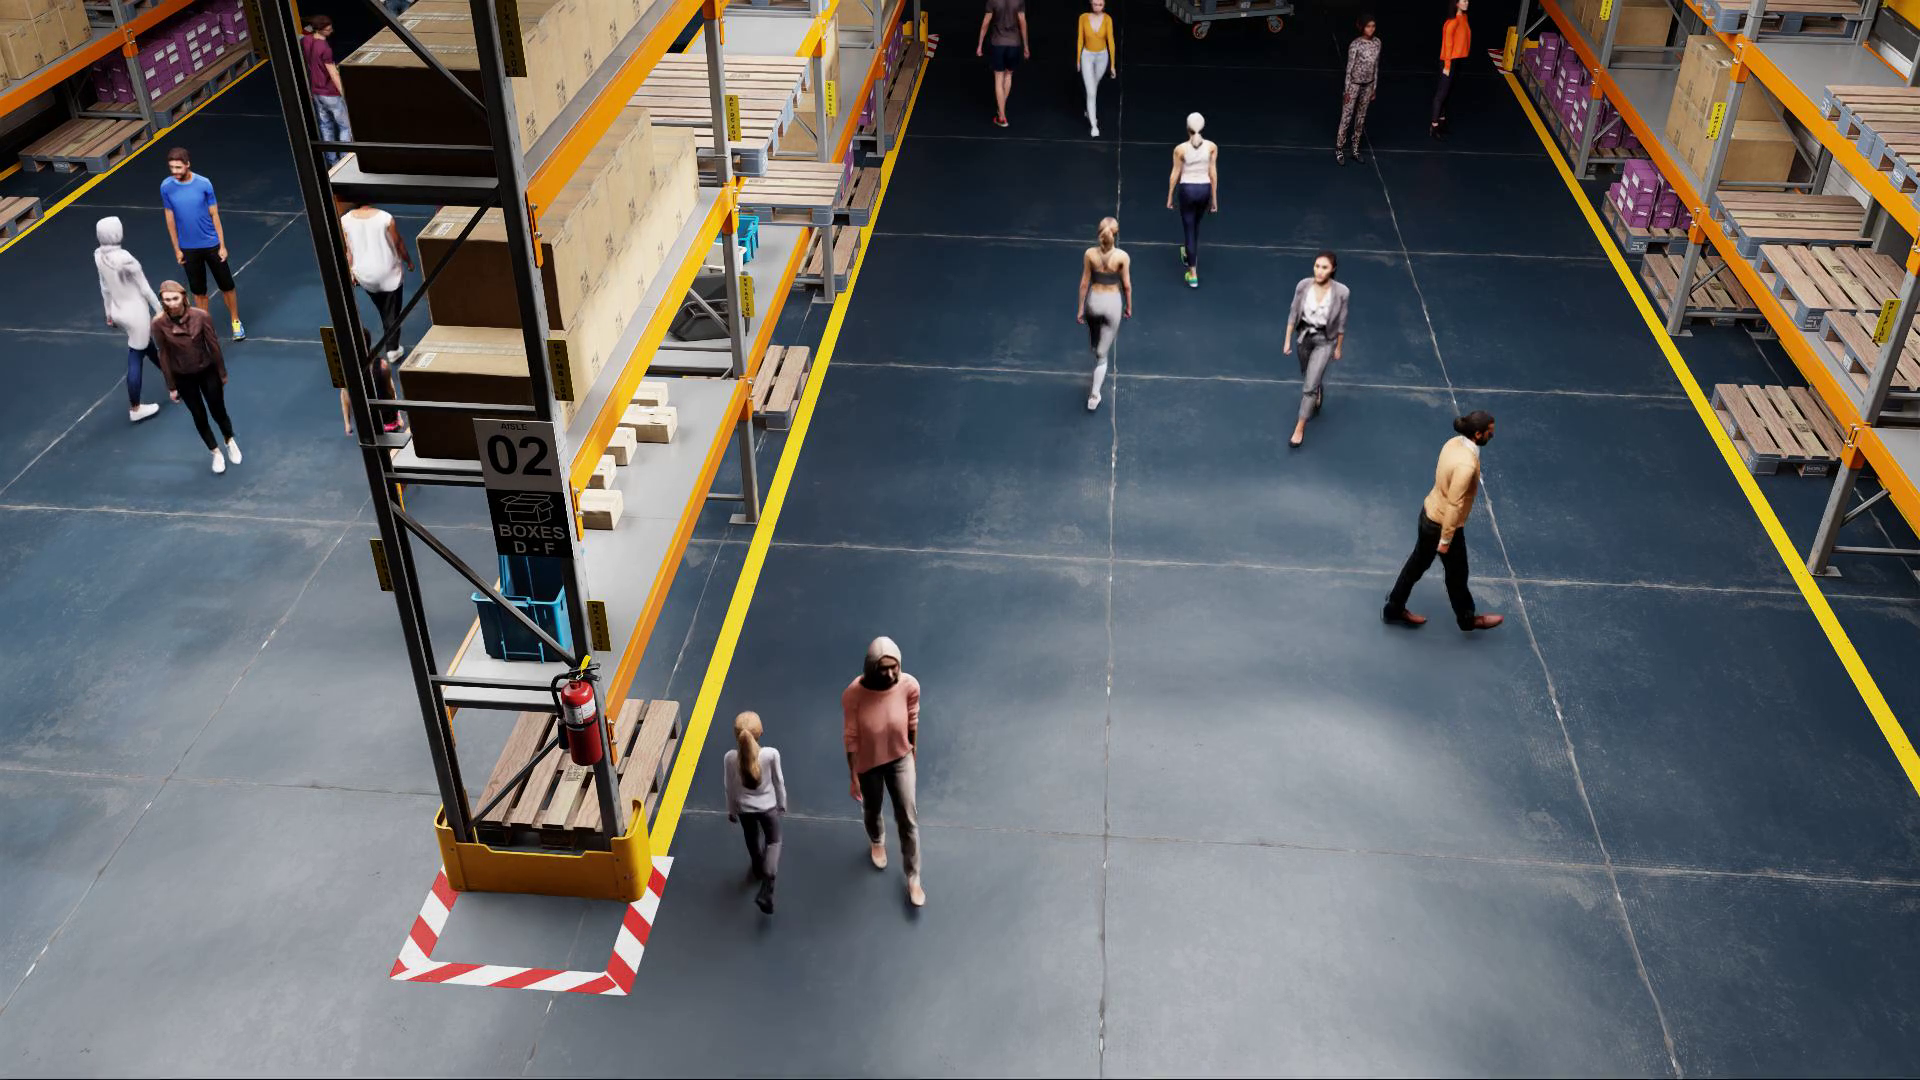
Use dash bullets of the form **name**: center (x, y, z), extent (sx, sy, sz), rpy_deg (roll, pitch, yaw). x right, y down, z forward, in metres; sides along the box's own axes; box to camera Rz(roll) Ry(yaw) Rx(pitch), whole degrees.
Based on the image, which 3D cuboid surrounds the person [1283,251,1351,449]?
- **person**: center (2.982, -1.643, 13.848), extent (0.934, 1.641, 1.187), rpy_deg (18, 38, 25)

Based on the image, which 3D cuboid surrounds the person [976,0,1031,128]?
- **person**: center (0.564, -5.925, 20.130), extent (0.959, 1.817, 1.115), rpy_deg (-8, 35, -12)

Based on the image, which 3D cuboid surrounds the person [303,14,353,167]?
- **person**: center (-7.166, -5.076, 18.856), extent (0.751, 1.814, 0.719), rpy_deg (11, 35, 16)

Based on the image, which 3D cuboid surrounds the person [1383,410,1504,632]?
- **person**: center (3.258, -0.108, 11.471), extent (0.750, 1.715, 0.953), rpy_deg (4, 34, 6)

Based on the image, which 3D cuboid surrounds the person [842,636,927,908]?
- **person**: center (-0.472, 1.211, 9.500), extent (0.791, 1.700, 0.991), rpy_deg (-8, 34, -11)

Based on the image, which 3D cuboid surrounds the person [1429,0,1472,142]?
- **person**: center (5.842, -5.677, 19.821), extent (0.767, 1.747, 0.658), rpy_deg (21, 39, 28)

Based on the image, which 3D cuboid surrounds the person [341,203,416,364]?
- **person**: center (-5.244, -2.394, 14.956), extent (0.657, 1.664, 0.899), rpy_deg (4, 34, 5)

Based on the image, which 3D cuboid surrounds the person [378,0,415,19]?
- **person**: center (-7.478, -7.116, 22.075), extent (0.892, 1.648, 1.122), rpy_deg (-11, 35, -16)

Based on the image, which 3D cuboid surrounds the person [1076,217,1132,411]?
- **person**: center (1.210, -1.908, 14.223), extent (0.741, 1.667, 1.118), rpy_deg (9, 35, 13)

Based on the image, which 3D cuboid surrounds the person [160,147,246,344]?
- **person**: center (-6.969, -2.724, 15.269), extent (0.679, 1.867, 0.663), rpy_deg (-7, 34, -11)

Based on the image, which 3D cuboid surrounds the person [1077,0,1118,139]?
- **person**: center (1.600, -5.741, 19.966), extent (0.720, 1.694, 1.238), rpy_deg (-2, 34, -3)

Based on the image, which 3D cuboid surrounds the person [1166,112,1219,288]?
- **person**: center (2.319, -3.301, 16.314), extent (0.777, 1.671, 1.054), rpy_deg (-4, 34, -5)

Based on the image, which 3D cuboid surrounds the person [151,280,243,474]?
- **person**: center (-6.129, -1.344, 13.350), extent (0.693, 1.693, 0.702), rpy_deg (-11, 35, -16)

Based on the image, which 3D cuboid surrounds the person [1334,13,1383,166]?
- **person**: center (4.586, -5.180, 19.103), extent (0.647, 1.713, 0.663), rpy_deg (-9, 35, -13)

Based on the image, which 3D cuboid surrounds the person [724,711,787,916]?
- **person**: center (-1.153, 1.549, 9.392), extent (0.514, 1.256, 0.830), rpy_deg (0, 34, -1)

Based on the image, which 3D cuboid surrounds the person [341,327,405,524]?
- **person**: center (-4.536, -0.983, 12.968), extent (0.564, 1.514, 1.029), rpy_deg (2, 34, 3)

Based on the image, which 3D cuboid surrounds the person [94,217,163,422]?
- **person**: center (-7.056, -1.818, 14.021), extent (0.915, 1.740, 1.144), rpy_deg (17, 37, 23)
